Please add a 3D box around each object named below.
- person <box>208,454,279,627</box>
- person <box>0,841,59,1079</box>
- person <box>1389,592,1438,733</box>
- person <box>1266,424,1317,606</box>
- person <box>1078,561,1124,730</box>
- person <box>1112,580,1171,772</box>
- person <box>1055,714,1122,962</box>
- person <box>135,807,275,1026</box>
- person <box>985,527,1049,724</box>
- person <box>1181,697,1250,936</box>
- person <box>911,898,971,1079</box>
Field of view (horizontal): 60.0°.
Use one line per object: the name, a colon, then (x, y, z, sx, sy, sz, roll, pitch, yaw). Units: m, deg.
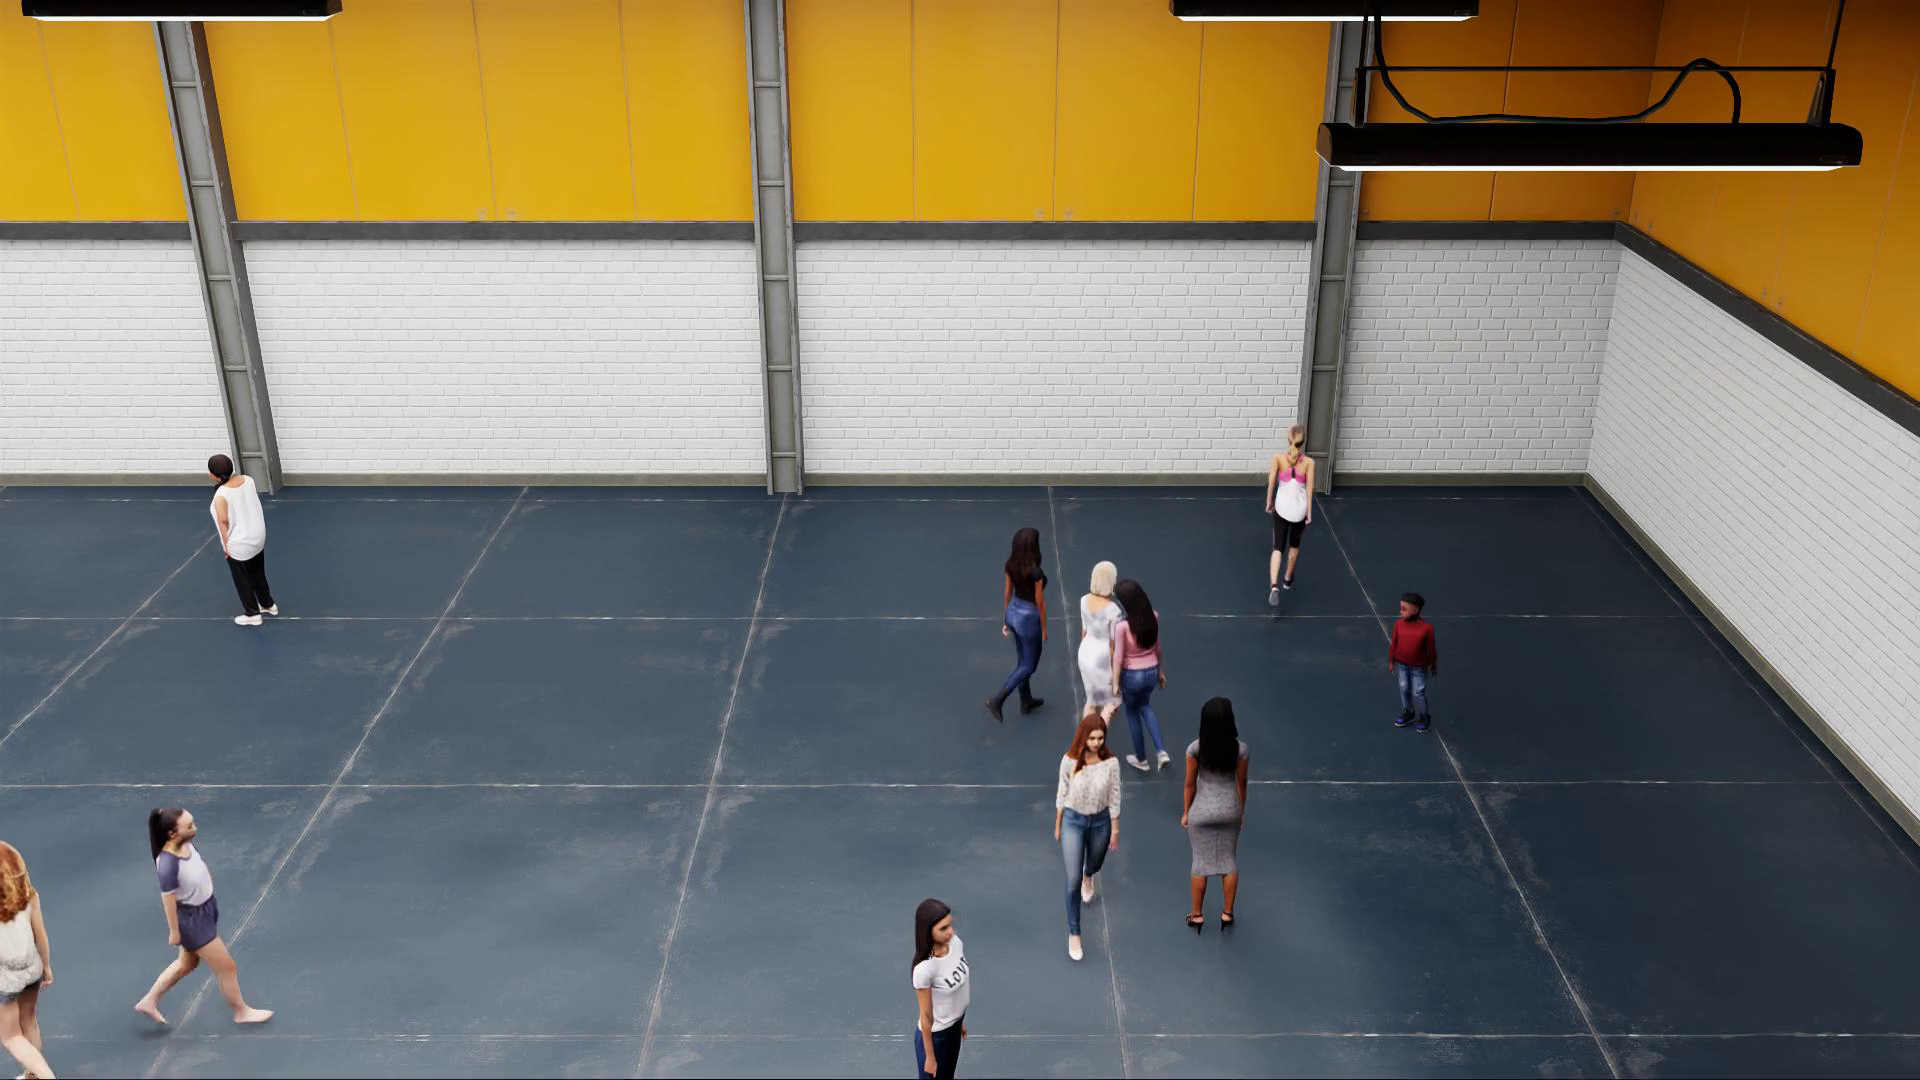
person: (-6.764, -0.018, 15.633, 0.728, 1.682, 0.733, 8, 25, 17)
person: (-5.401, 2.591, 9.602, 1.056, 1.732, 0.942, 16, 28, 31)
person: (3.810, 1.001, 13.858, 0.632, 1.237, 0.698, 12, 27, 26)
person: (3.154, -0.213, 15.989, 1.141, 1.754, 0.930, 8, 25, 17)
person: (1.061, 1.010, 13.207, 0.749, 1.742, 0.805, 19, 30, 37)
person: (1.431, 1.119, 12.990, 0.853, 1.716, 0.889, -10, 26, -22)
person: (0.860, 1.894, 11.247, 1.031, 1.691, 0.655, 1, 24, 2)
person: (-4.825, 2.370, 10.257, 1.086, 1.613, 0.742, -5, 24, -12)
person: (0.486, 0.749, 13.834, 1.019, 1.719, 0.941, -21, 31, -39)
person: (1.717, 1.866, 11.200, 0.454, 1.780, 0.635, 0, 24, 1)
person: (-0.128, 2.749, 9.187, 0.658, 1.775, 0.663, 11, 26, 23)
